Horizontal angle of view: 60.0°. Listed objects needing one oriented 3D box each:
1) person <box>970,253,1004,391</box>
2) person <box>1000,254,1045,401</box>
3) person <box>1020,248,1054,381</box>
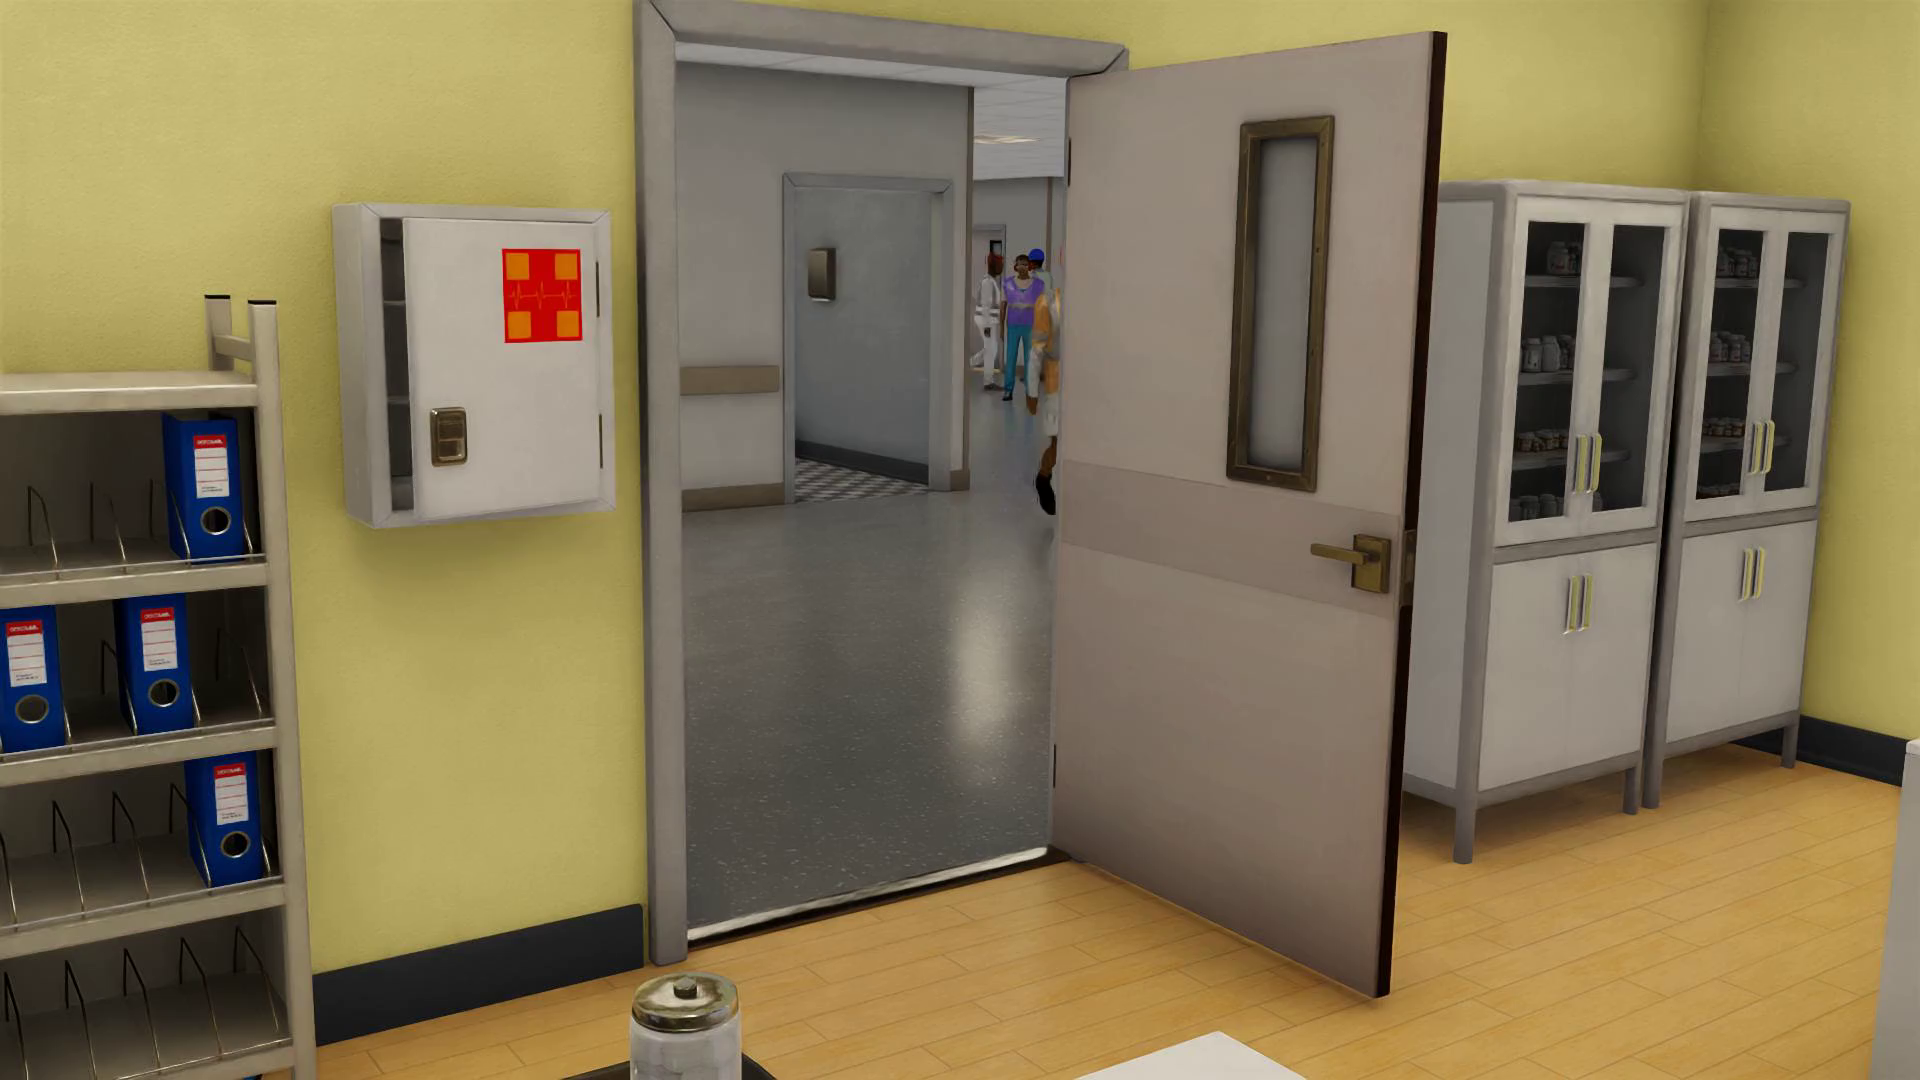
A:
[{"bbox_3d":[0.297,-2.939,22.499,0.606,1.862,0.590,2,10,9],"label":"person"},{"bbox_3d":[0.785,-2.674,21.001,0.567,1.841,0.377,1,10,2],"label":"person"},{"bbox_3d":[1.129,-3.302,24.465,0.384,1.948,0.603,7,12,35],"label":"person"}]
